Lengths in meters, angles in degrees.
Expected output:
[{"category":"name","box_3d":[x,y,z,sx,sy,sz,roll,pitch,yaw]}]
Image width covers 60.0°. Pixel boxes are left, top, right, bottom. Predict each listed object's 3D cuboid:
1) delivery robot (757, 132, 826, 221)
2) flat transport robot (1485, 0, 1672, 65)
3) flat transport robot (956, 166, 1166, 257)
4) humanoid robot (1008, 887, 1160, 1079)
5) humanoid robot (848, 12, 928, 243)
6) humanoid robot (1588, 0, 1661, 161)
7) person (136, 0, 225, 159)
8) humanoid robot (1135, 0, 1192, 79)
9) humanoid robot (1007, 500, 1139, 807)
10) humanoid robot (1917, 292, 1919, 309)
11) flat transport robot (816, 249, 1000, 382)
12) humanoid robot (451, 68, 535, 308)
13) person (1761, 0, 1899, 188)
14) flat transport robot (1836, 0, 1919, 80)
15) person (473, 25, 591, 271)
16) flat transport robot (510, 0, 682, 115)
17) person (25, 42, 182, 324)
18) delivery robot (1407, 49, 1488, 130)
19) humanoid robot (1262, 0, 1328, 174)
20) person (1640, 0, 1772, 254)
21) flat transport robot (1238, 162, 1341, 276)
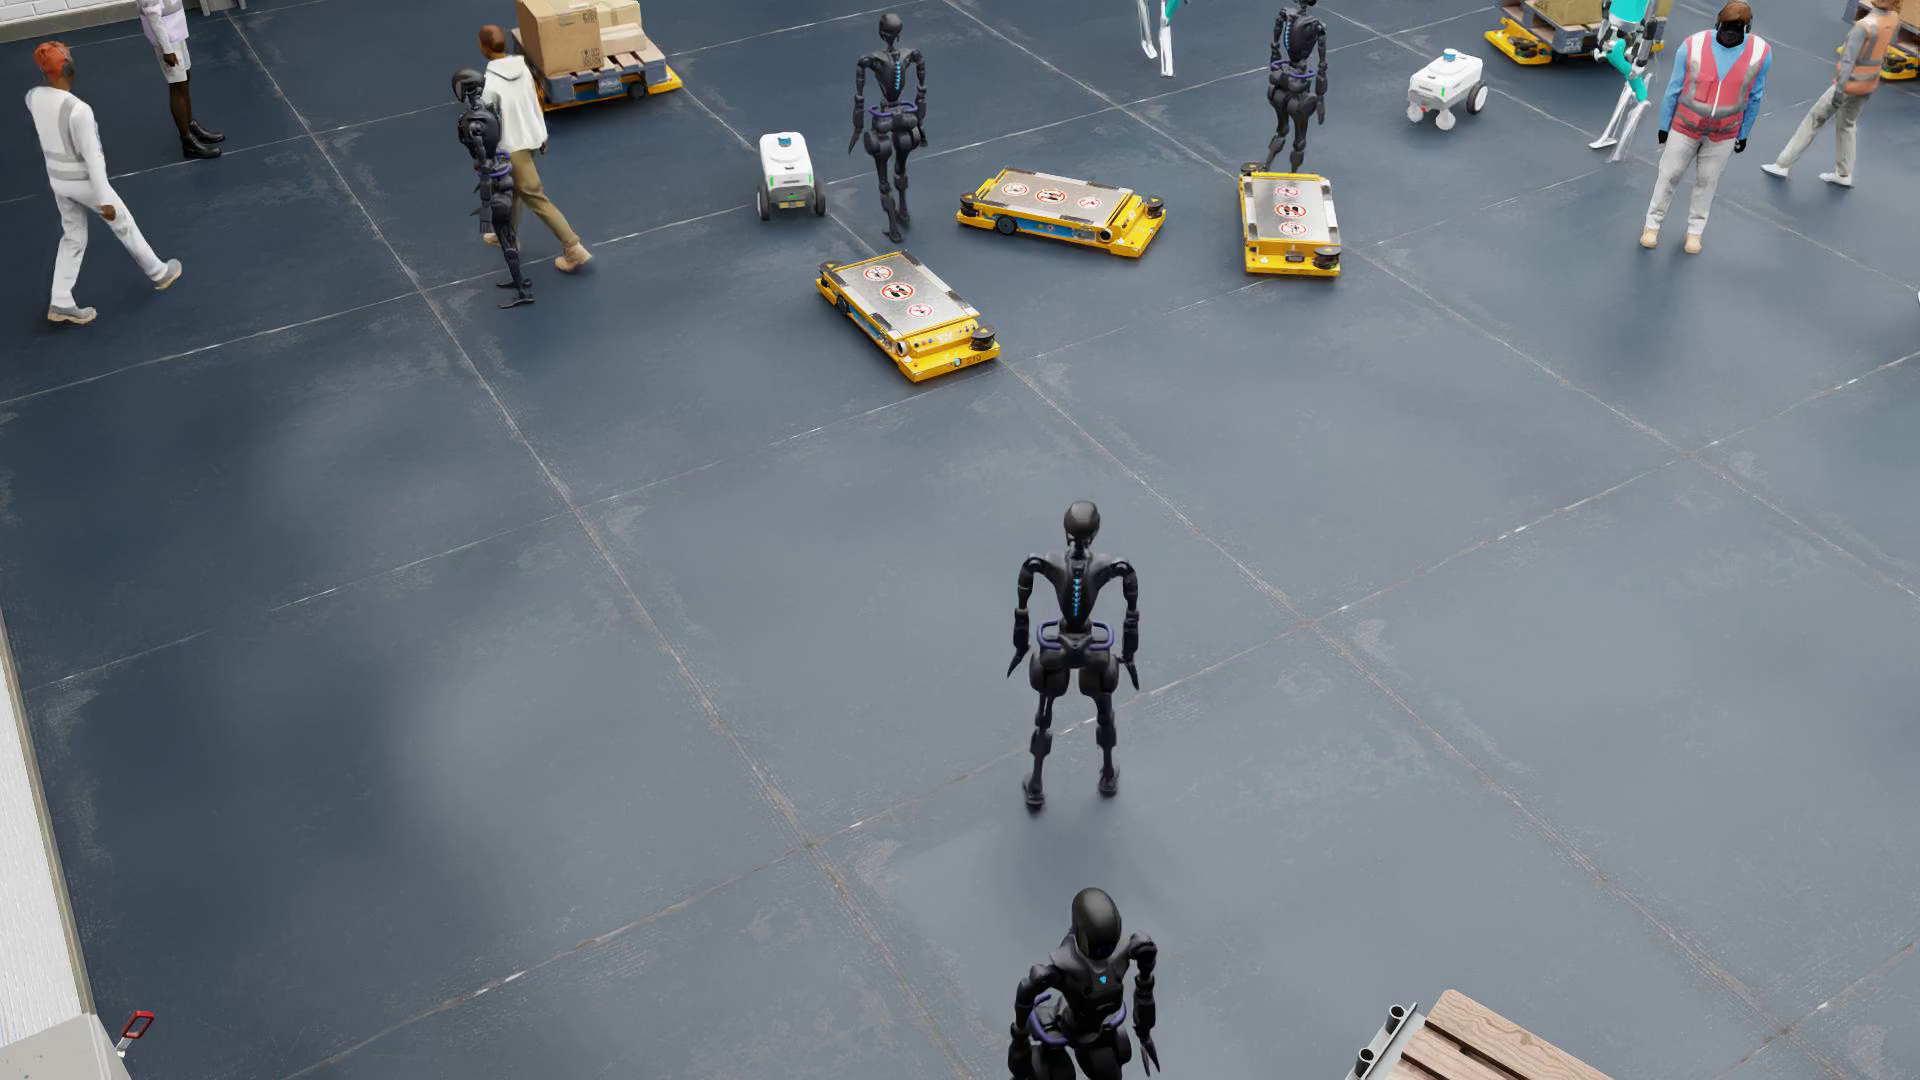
[{"category":"delivery robot","box_3d":[-1.305,-2.780,12.557,0.499,0.579,0.753,-7,39,-9]},{"category":"flat transport robot","box_3d":[5.564,-4.564,15.050,1.431,0.231,0.659,-9,39,-11]},{"category":"flat transport robot","box_3d":[0.754,-2.451,12.384,1.431,0.231,0.659,15,41,18]},{"category":"humanoid robot","box_3d":[0.448,1.832,5.855,0.608,1.637,0.656,-15,41,-18]},{"category":"humanoid robot","box_3d":[-0.524,-2.966,11.907,0.600,1.646,0.456,-17,41,-20]},{"category":"humanoid robot","box_3d":[5.288,-3.815,12.964,0.664,1.849,0.539,-17,41,-20]},{"category":"person","box_3d":[-6.113,-3.932,12.917,0.375,1.928,0.549,-8,39,-10]},{"category":"humanoid robot","box_3d":[1.729,-4.806,14.167,0.530,1.711,1.050,-6,39,-7]},{"category":"humanoid robot","box_3d":[0.513,0.538,7.497,0.608,1.643,0.400,2,38,3]},{"category":"humanoid robot","box_3d":[6.503,-1.902,10.536,0.534,1.710,1.069,7,39,9]},{"category":"flat transport robot","box_3d":[-0.373,-1.553,11.252,0.659,0.231,1.431,-20,43,-23]},{"category":"humanoid robot","box_3d":[-3.129,-2.351,11.113,0.315,1.657,0.599,-7,39,-9]},{"category":"person","box_3d":[6.687,-3.468,12.592,0.549,1.604,0.627,-23,44,-27]},{"category":"flat transport robot","box_3d":[8.642,-4.379,14.817,1.431,0.231,0.659,-11,40,-14]},{"category":"person","box_3d":[-3.056,-2.713,11.549,0.969,1.713,0.529,16,41,19]},{"category":"flat transport robot","box_3d":[-3.177,-3.944,14.268,1.431,0.231,0.659,-17,42,-21]},{"category":"person","box_3d":[-5.830,-2.343,10.996,0.627,1.835,0.990,17,41,20]},{"category":"delivery robot","box_3d":[4.049,-3.789,13.851,0.502,0.605,0.776,28,46,31]},{"category":"humanoid robot","box_3d":[2.513,-3.383,12.418,0.358,1.649,0.591,-24,44,-27]},{"category":"person","box_3d":[5.231,-2.896,11.691,0.630,1.837,0.431,11,40,14]},{"category":"flat transport robot","box_3d":[2.421,-2.376,12.290,0.659,0.231,1.431,3,39,4]}]
